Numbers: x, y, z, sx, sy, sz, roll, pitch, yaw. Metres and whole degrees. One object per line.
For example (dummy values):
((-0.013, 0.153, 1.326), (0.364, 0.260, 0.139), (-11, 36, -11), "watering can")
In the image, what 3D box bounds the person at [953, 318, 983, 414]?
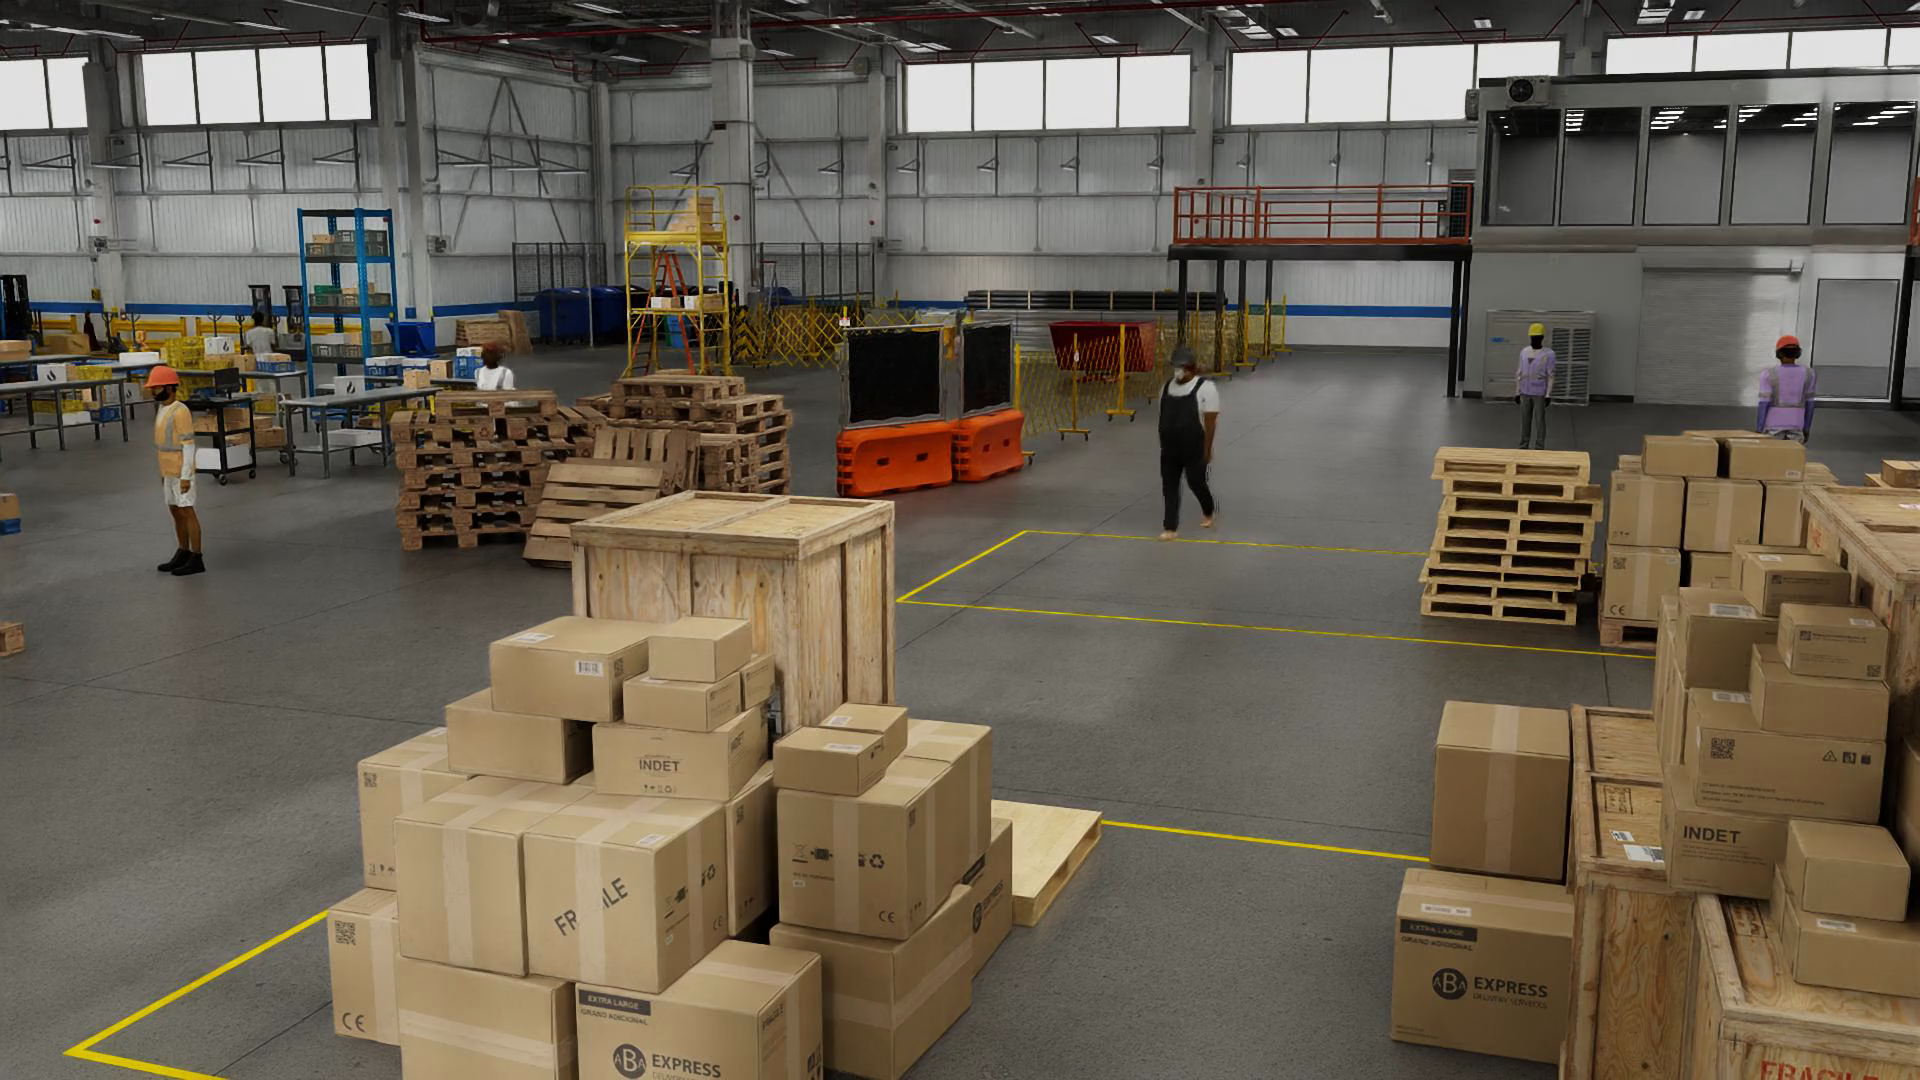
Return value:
((0.139, -3.113, 29.878), (0.527, 1.721, 0.903), (0, 10, 1), "person")

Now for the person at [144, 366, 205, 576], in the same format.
((-7.242, -0.637, 15.317), (0.547, 1.937, 0.379), (10, 14, 44), "person")

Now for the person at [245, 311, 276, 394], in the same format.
((-12.672, -3.229, 30.151), (0.530, 1.849, 0.532), (-5, 11, -28), "person")

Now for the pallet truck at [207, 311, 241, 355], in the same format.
((-19.537, -5.575, 44.913), (0.653, 1.274, 1.630), (3, 11, 19), "pallet truck")

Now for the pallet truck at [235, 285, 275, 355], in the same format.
((-18.327, -5.835, 44.421), (0.823, 1.965, 1.885), (4, 11, 23), "pallet truck")

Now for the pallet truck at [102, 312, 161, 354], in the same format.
((-23.057, -5.777, 46.261), (0.680, 1.201, 1.601), (3, 11, 19), "pallet truck")

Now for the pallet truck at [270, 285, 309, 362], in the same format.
((-17.147, -5.700, 43.663), (0.823, 1.965, 1.885), (3, 11, 17), "pallet truck")

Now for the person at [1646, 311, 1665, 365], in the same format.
((17.553, -5.344, 41.955), (0.649, 1.877, 0.757), (-6, 12, -32), "person")

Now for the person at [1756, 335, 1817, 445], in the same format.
((9.251, -1.285, 18.700), (0.605, 2.035, 0.385), (1, 10, 5), "person")

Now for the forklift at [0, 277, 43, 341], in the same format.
((-27.151, -6.329, 46.328), (1.157, 1.987, 2.680), (3, 11, 17), "forklift")

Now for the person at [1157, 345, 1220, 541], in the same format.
((2.347, -1.019, 17.176), (0.677, 2.000, 0.760), (6, 12, 32), "person")

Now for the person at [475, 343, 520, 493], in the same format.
((-5.695, -1.481, 20.440), (0.596, 1.876, 0.862), (4, 11, 20), "person")

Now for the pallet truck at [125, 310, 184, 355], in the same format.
((-22.038, -5.665, 45.457), (0.704, 1.261, 1.522), (3, 11, 17), "pallet truck")

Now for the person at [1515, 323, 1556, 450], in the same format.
((8.146, -2.108, 23.630), (0.369, 1.926, 0.594), (-7, 12, -35), "person")
